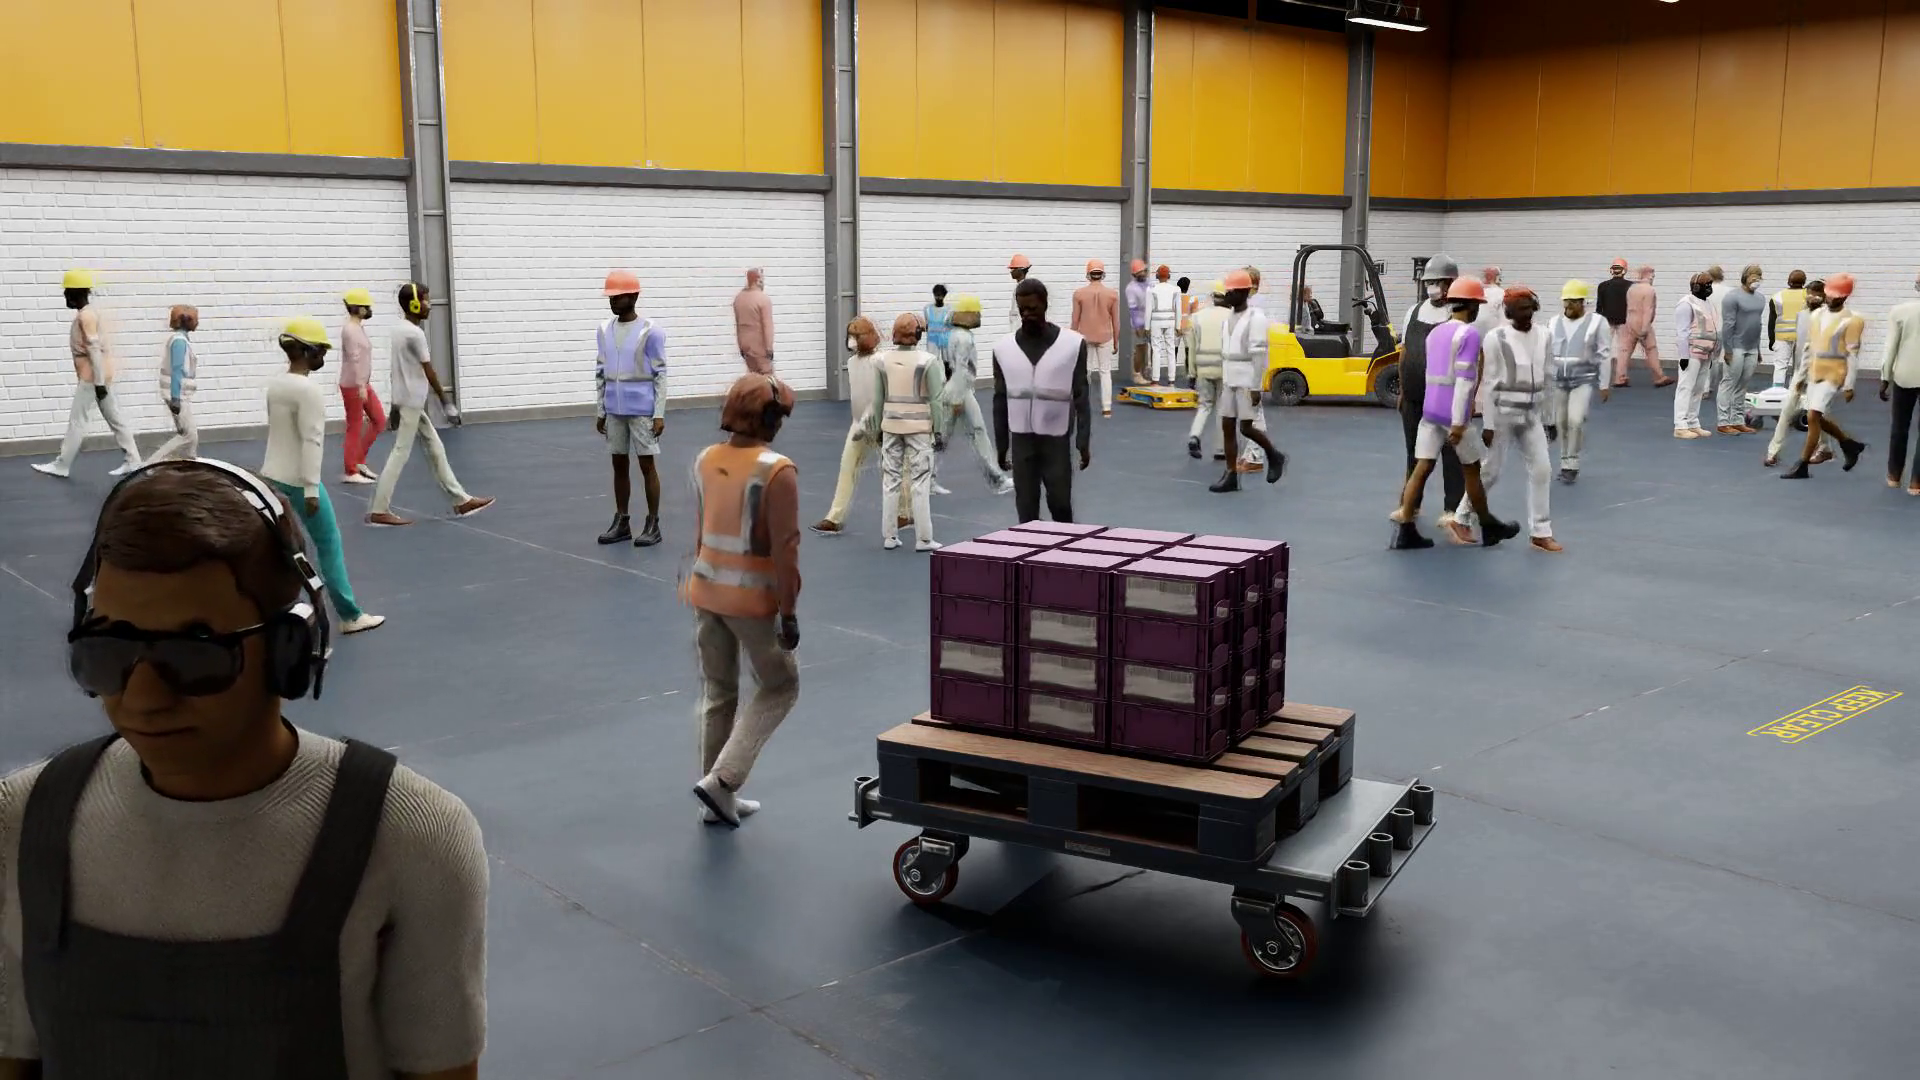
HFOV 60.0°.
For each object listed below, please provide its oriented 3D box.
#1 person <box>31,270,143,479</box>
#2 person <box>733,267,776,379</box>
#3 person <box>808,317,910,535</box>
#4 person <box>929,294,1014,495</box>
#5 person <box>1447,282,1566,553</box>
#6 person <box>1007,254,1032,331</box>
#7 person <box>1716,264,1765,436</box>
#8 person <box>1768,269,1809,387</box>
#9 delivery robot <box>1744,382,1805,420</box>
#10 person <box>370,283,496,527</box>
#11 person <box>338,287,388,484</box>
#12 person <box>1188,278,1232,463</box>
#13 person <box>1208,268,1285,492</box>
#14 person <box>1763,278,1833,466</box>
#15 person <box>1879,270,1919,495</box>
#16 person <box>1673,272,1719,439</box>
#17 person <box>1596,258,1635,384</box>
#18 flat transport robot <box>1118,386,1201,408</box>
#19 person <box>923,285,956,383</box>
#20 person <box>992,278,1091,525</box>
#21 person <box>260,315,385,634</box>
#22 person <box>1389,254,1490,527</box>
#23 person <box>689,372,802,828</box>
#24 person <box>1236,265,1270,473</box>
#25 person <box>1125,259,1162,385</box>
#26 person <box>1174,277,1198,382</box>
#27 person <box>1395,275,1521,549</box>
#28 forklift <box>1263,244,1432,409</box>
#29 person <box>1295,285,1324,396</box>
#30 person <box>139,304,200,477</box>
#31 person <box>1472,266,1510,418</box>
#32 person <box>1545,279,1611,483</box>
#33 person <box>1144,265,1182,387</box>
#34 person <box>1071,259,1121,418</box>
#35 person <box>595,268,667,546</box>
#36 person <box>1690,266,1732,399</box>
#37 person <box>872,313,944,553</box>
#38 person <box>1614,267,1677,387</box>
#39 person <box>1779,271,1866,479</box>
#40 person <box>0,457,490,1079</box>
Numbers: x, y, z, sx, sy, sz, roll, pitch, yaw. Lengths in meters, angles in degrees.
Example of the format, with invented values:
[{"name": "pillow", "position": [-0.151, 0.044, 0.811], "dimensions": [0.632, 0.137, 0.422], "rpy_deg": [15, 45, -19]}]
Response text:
[{"name": "person", "position": [-8.010, -1.503, 15.186], "dimensions": [0.961, 1.887, 0.607], "rpy_deg": [-4, 10, -20]}, {"name": "person", "position": [-2.522, -2.392, 20.373], "dimensions": [0.663, 1.890, 0.589], "rpy_deg": [9, 13, 43]}, {"name": "person", "position": [-0.687, -0.821, 12.066], "dimensions": [0.839, 1.579, 0.487], "rpy_deg": [-9, 13, -41]}, {"name": "person", "position": [0.078, -1.212, 14.050], "dimensions": [0.904, 1.693, 0.507], "rpy_deg": [-2, 10, -13]}, {"name": "person", "position": [3.831, -0.846, 11.498], "dimensions": [0.629, 1.863, 0.664], "rpy_deg": [-4, 10, -22]}, {"name": "person", "position": [0.807, -2.834, 22.526], "dimensions": [0.370, 2.044, 0.608], "rpy_deg": [1, 10, 7]}, {"name": "person", "position": [8.856, -2.148, 18.834], "dimensions": [0.627, 1.933, 0.374], "rpy_deg": [-5, 11, -28]}, {"name": "person", "position": [11.084, -2.666, 22.128], "dimensions": [0.625, 1.846, 0.429], "rpy_deg": [6, 11, 31]}, {"name": "delivery robot", "position": [9.534, -1.601, 19.384], "dimensions": [0.707, 0.478, 0.477], "rpy_deg": [0, 10, 3]}, {"name": "person", "position": [-4.033, -1.017, 12.546], "dimensions": [0.985, 1.818, 0.505], "rpy_deg": [-5, 11, -27]}, {"name": "person", "position": [-5.335, -1.360, 14.768], "dimensions": [0.409, 1.751, 0.532], "rpy_deg": [-1, 10, -6]}, {"name": "person", "position": [2.501, -1.628, 16.144], "dimensions": [0.608, 1.814, 0.484], "rpy_deg": [5, 11, 29]}, {"name": "person", "position": [2.473, -1.365, 14.279], "dimensions": [0.636, 1.923, 0.553], "rpy_deg": [-6, 11, -30]}, {"name": "person", "position": [8.185, -1.599, 16.009], "dimensions": [0.886, 1.814, 0.538], "rpy_deg": [-6, 11, -29]}, {"name": "person", "position": [8.285, -1.395, 14.316], "dimensions": [0.660, 1.955, 0.926], "rpy_deg": [5, 11, 26]}, {"name": "person", "position": [8.219, -2.055, 18.556], "dimensions": [0.633, 1.843, 0.429], "rpy_deg": [-8, 13, -40]}, {"name": "person", "position": [10.352, -3.440, 26.244], "dimensions": [0.610, 1.986, 0.392], "rpy_deg": [6, 11, 32]}, {"name": "flat transport robot", "position": [2.726, -1.935, 22.445], "dimensions": [0.652, 0.197, 1.431], "rpy_deg": [-3, 10, -19]}, {"name": "person", "position": [-0.260, -2.826, 23.704], "dimensions": [0.538, 1.623, 0.946], "rpy_deg": [2, 10, 13]}, {"name": "person", "position": [0.491, -0.612, 9.940], "dimensions": [0.613, 1.896, 0.527], "rpy_deg": [3, 10, 15]}, {"name": "person", "position": [-3.521, -0.305, 8.681], "dimensions": [0.566, 1.715, 0.902], "rpy_deg": [8, 13, 40]}, {"name": "person", "position": [3.571, -1.124, 12.519], "dimensions": [0.687, 2.000, 0.538], "rpy_deg": [9, 13, 43]}, {"name": "person", "position": [-0.774, 0.230, 5.795], "dimensions": [0.575, 1.625, 0.427], "rpy_deg": [8, 13, 39]}, {"name": "person", "position": [2.717, -1.591, 15.557], "dimensions": [0.351, 1.935, 0.635], "rpy_deg": [1, 10, 7]}, {"name": "person", "position": [2.887, -3.392, 25.989], "dimensions": [0.711, 1.977, 0.651], "rpy_deg": [-5, 11, -26]}, {"name": "person", "position": [3.595, -3.396, 26.864], "dimensions": [0.532, 1.689, 0.321], "rpy_deg": [4, 10, 22]}, {"name": "person", "position": [3.459, -0.873, 11.509], "dimensions": [0.990, 1.878, 0.548], "rpy_deg": [-4, 10, -22]}, {"name": "forklift", "position": [5.256, -2.933, 22.661], "dimensions": [2.313, 2.155, 1.214], "rpy_deg": [3, 10, 16]}, {"name": "person", "position": [4.991, -2.858, 23.932], "dimensions": [0.769, 1.599, 0.510], "rpy_deg": [0, 10, -3]}, {"name": "person", "position": [-6.717, -1.207, 14.209], "dimensions": [0.482, 1.617, 0.543], "rpy_deg": [-4, 10, -22]}, {"name": "person", "position": [6.680, -2.467, 20.795], "dimensions": [0.642, 1.888, 0.659], "rpy_deg": [-6, 11, -31]}, {"name": "person", "position": [5.414, -1.406, 14.826], "dimensions": [0.627, 1.811, 0.662], "rpy_deg": [9, 13, 41]}, {"name": "person", "position": [3.141, -3.308, 25.762], "dimensions": [0.583, 1.882, 0.337], "rpy_deg": [-1, 10, -7]}, {"name": "person", "position": [1.703, -2.526, 20.888], "dimensions": [0.617, 1.988, 0.404], "rpy_deg": [0, 10, -2]}, {"name": "person", "position": [-2.315, -0.916, 11.603], "dimensions": [0.552, 1.935, 0.374], "rpy_deg": [4, 10, 22]}, {"name": "person", "position": [10.700, -2.955, 23.717], "dimensions": [0.637, 1.892, 1.022], "rpy_deg": [3, 10, 15]}, {"name": "person", "position": [-0.355, -0.731, 11.402], "dimensions": [0.523, 1.636, 0.308], "rpy_deg": [4, 11, 24]}, {"name": "person", "position": [10.565, -3.270, 25.635], "dimensions": [0.941, 1.854, 0.636], "rpy_deg": [-2, 10, -14]}, {"name": "person", "position": [7.920, -1.478, 15.055], "dimensions": [0.813, 1.893, 0.599], "rpy_deg": [-2, 10, -13]}, {"name": "person", "position": [-0.723, 0.829, 1.661], "dimensions": [0.529, 1.837, 0.398], "rpy_deg": [0, 10, 3]}]
